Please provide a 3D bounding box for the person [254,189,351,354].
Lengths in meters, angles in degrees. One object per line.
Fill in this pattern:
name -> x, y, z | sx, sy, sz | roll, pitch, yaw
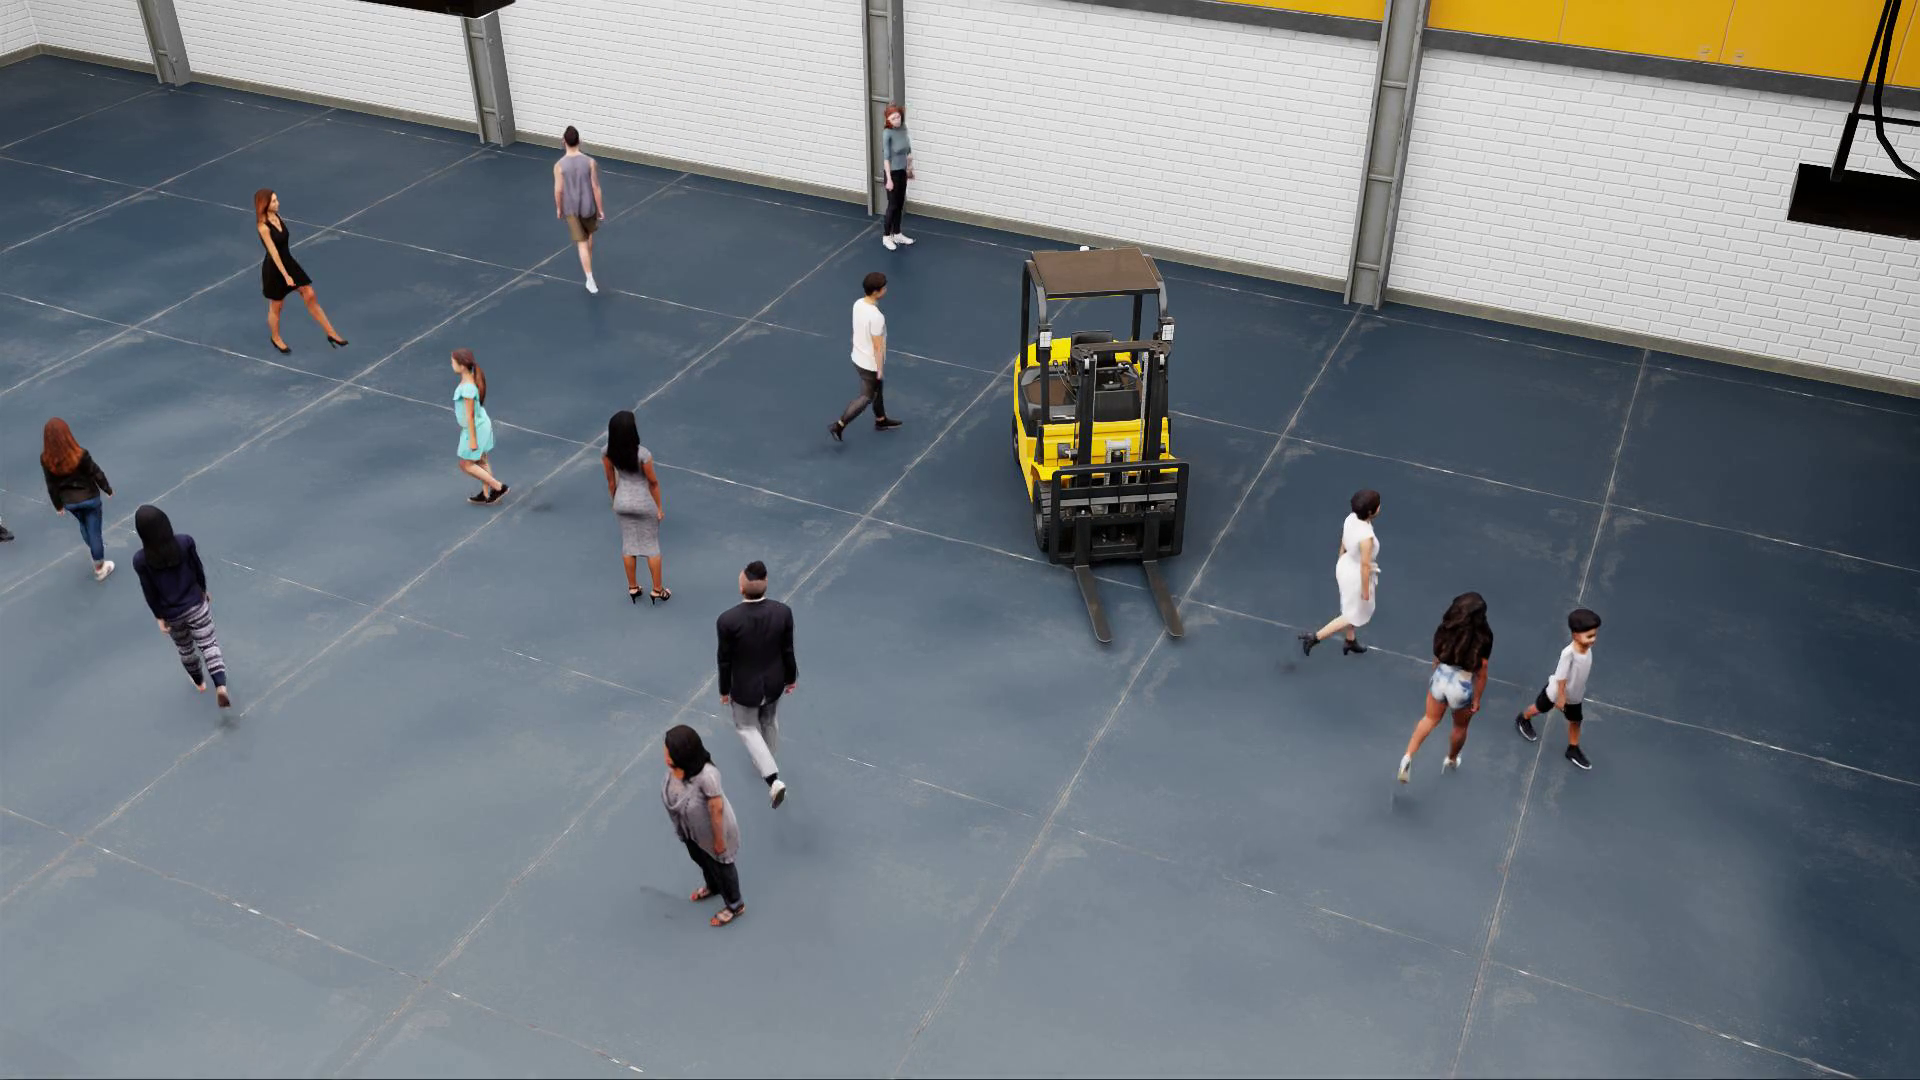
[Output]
person -> -7.047, -2.705, 17.059 | 1.127, 1.802, 0.768 | 5, 34, 8

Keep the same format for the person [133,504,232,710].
person -> -5.725, 0.515, 12.296 | 0.882, 1.713, 1.039 | -22, 40, -30

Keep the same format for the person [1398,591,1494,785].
person -> 3.386, 1.075, 11.548 | 0.826, 1.609, 0.930 | -28, 43, -35

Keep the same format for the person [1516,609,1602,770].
person -> 4.317, 1.007, 11.980 | 0.787, 1.243, 0.942 | -19, 38, -26

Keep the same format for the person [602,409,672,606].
person -> -2.609, -0.254, 13.391 | 0.521, 1.782, 0.687 | 7, 34, 11

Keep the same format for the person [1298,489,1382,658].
person -> 2.963, 0.315, 12.757 | 0.942, 1.537, 0.825 | -6, 34, -9

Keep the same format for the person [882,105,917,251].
person -> -0.723, -4.270, 19.480 | 0.584, 1.730, 0.635 | 14, 36, 20

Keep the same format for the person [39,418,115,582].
person -> -7.300, -0.313, 13.766 | 0.783, 1.465, 0.817 | -3, 34, -5

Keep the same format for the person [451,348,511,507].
person -> -4.212, -0.978, 14.687 | 0.752, 1.553, 0.690 | -1, 34, -2

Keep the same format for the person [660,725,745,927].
person -> -1.611, 1.761, 10.529 | 0.827, 1.595, 0.744 | -26, 41, -33

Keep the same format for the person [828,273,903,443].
person -> -0.938, -1.683, 15.626 | 1.115, 1.688, 1.099 | -17, 37, -23

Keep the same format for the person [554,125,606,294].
person -> -4.166, -3.588, 18.261 | 1.128, 1.795, 1.223 | -13, 36, -18

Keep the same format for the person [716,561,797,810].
person -> -1.357, 1.000, 11.363 | 1.056, 1.938, 1.148 | -14, 36, -21
